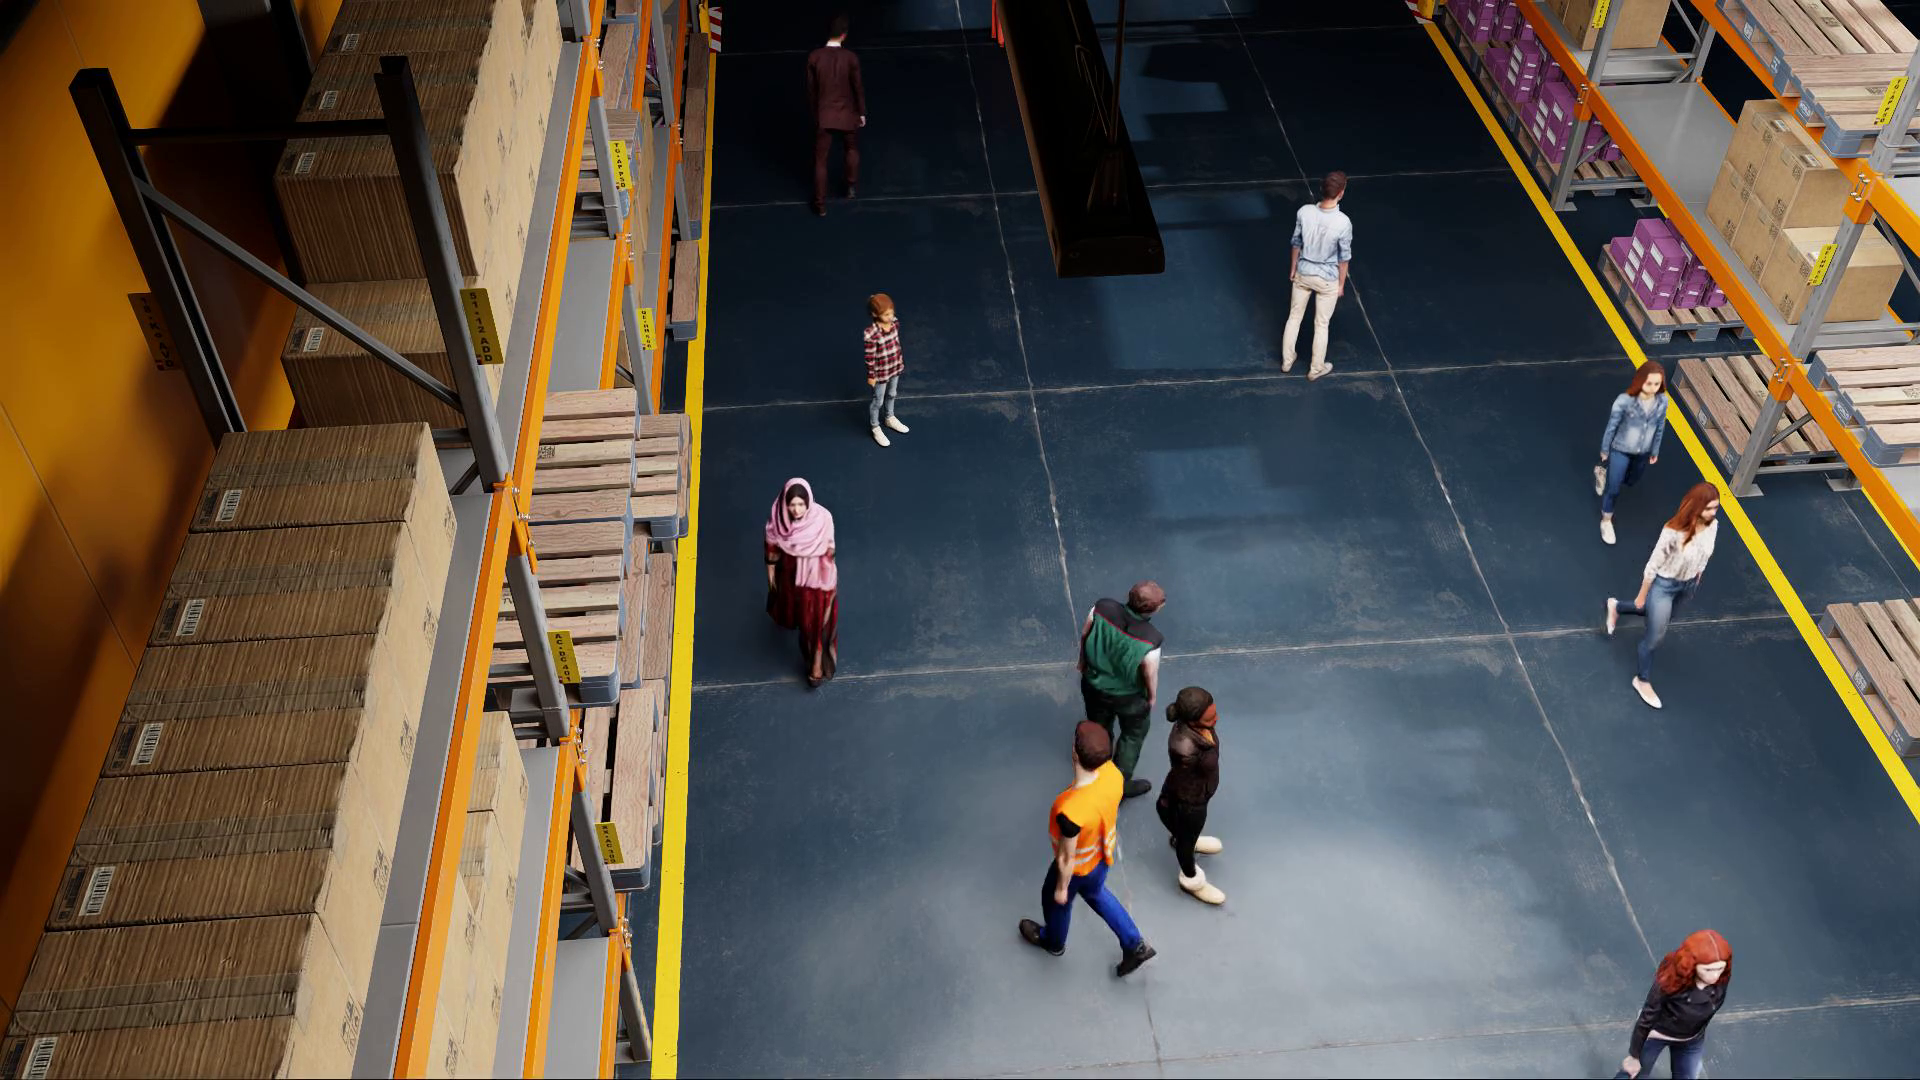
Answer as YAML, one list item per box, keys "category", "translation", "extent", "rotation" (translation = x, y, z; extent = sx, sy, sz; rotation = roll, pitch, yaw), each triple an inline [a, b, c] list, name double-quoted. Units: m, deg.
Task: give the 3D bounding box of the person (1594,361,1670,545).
- category: "person"
  translation: [4.812, -0.701, 11.985]
  extent: [0.566, 1.465, 0.830]
  rotation: [-4, 44, -4]

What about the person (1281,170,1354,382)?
- category: "person"
  translation: [2.824, -2.089, 13.165]
  extent: [0.732, 1.847, 0.766]
  rotation: [25, 49, 24]

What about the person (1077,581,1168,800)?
- category: "person"
  translation: [0.916, 0.852, 10.106]
  extent: [0.812, 1.808, 0.815]
  rotation: [10, 44, 10]

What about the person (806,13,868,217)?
- category: "person"
  translation: [-1.112, -3.777, 14.951]
  extent: [0.709, 1.829, 0.820]
  rotation: [-8, 44, -8]

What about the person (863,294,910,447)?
- category: "person"
  translation: [-0.592, -1.337, 12.767]
  extent: [0.682, 1.307, 0.625]
  rotation: [32, 52, 29]

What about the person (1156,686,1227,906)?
- category: "person"
  translation: [1.435, 1.470, 9.565]
  extent: [0.816, 1.660, 0.800]
  rotation: [-14, 45, -14]

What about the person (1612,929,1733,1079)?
- category: "person"
  translation: [3.533, 2.459, 8.445]
  extent: [0.609, 1.773, 0.614]
  rotation: [-6, 44, -6]

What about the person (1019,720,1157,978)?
- category: "person"
  translation: [0.754, 1.752, 9.125]
  extent: [1.155, 1.859, 1.119]
  rotation: [23, 48, 22]

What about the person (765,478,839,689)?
- category: "person"
  translation: [-1.044, 0.191, 10.937]
  extent: [0.683, 1.620, 0.959]
  rotation: [-7, 44, -7]

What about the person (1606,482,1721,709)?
- category: "person"
  translation: [4.560, 0.250, 10.809]
  extent: [0.740, 1.710, 1.086]
  rotation: [-13, 45, -13]
